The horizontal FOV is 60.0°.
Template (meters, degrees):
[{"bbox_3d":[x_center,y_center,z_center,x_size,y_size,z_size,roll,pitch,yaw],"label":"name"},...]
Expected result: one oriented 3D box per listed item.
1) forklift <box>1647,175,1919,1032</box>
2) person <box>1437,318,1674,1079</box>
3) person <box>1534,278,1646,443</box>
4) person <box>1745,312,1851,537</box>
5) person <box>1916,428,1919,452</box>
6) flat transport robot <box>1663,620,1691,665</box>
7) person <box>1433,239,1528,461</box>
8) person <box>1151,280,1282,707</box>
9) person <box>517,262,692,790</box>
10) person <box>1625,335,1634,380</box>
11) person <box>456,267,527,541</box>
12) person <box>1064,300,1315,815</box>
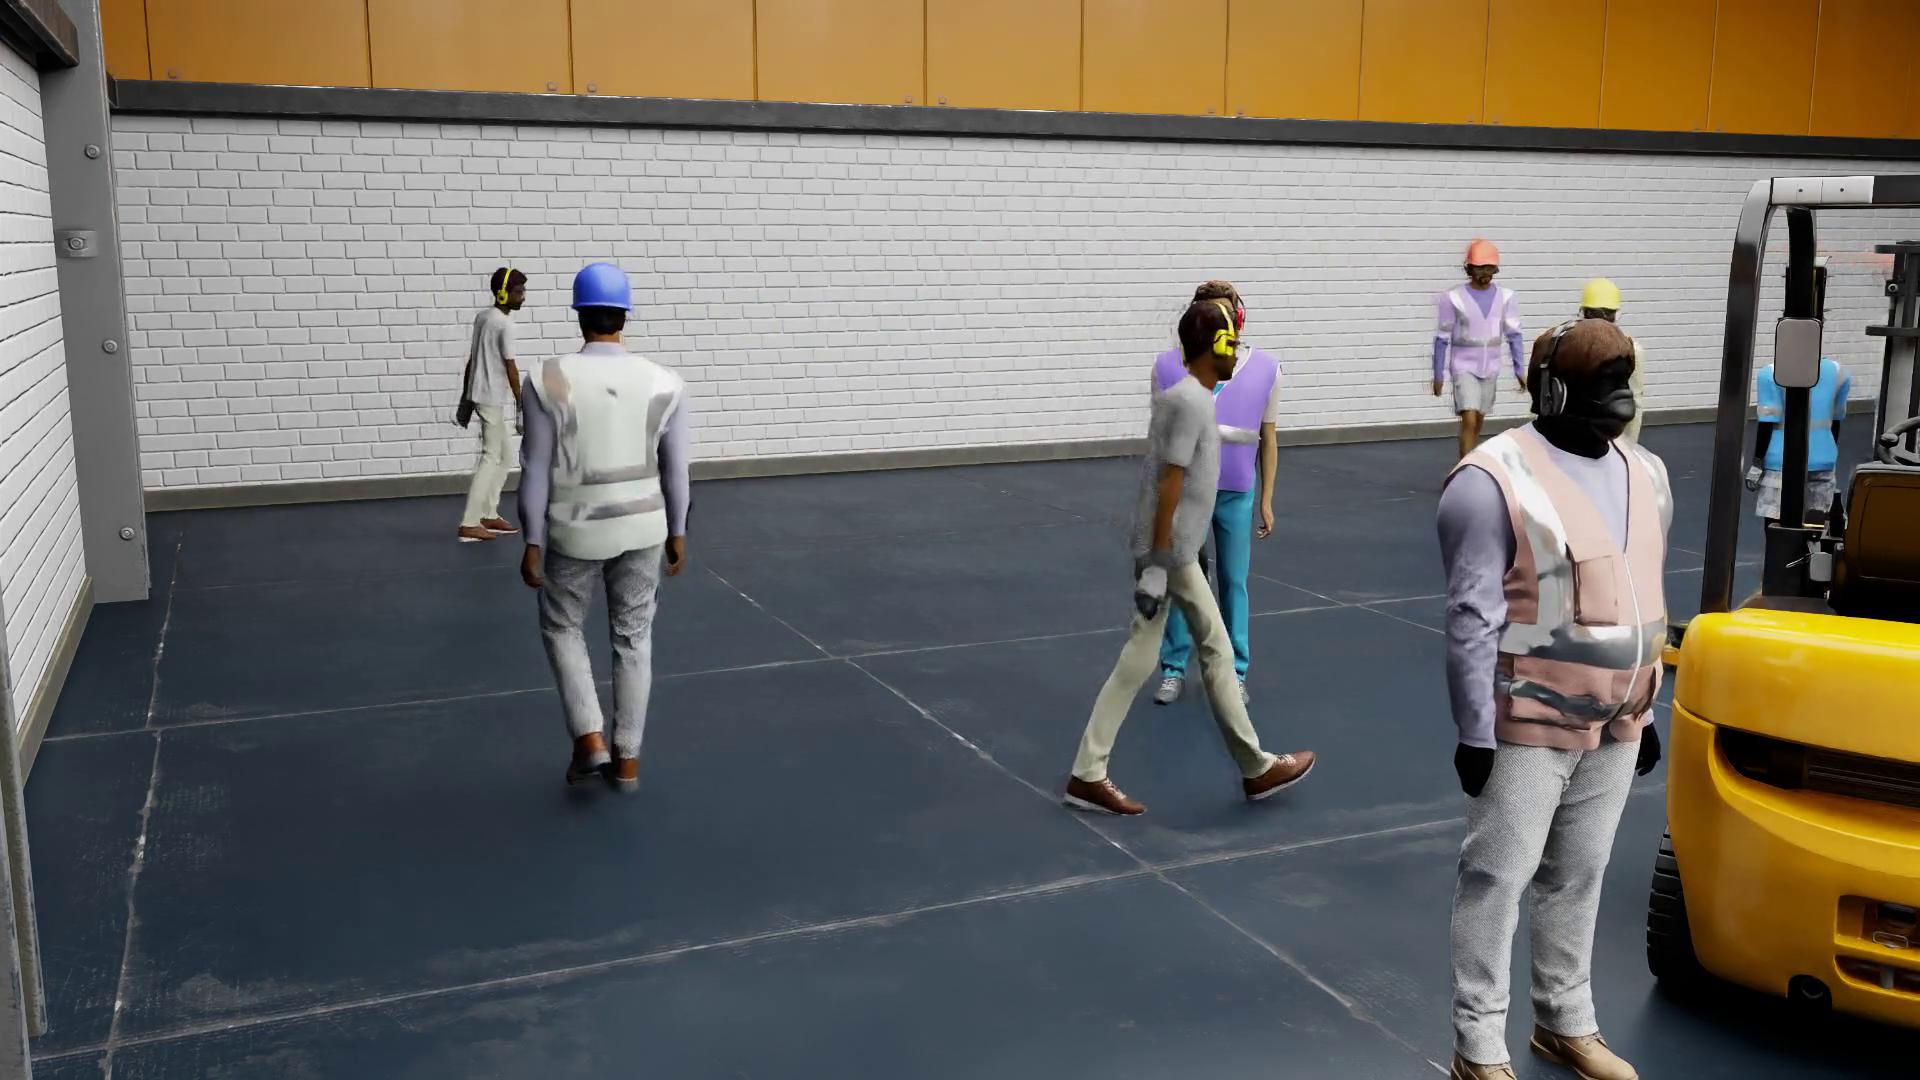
[{"bbox_3d":[2.810,0.094,4.662,1.214,2.155,2.313,7,12,34],"label":"forklift"},{"bbox_3d":[1.395,0.414,3.863,0.626,1.846,0.429,-5,12,-27],"label":"person"},{"bbox_3d":[3.634,-0.615,9.644,0.582,1.809,0.831,4,11,22],"label":"person"},{"bbox_3d":[4.348,-0.386,8.667,0.535,1.699,0.321,-2,11,-13],"label":"person"},{"bbox_3d":[4.682,-0.464,8.227,0.796,2.011,0.624,1,10,5],"label":"person"},{"bbox_3d":[4.047,0.529,7.565,1.431,0.197,0.652,9,14,41],"label":"flat transport robot"},{"bbox_3d":[4.022,-1.288,12.781,0.628,1.999,0.942,-1,10,-8],"label":"person"},{"bbox_3d":[1.095,-0.198,7.230,0.566,1.846,0.389,2,10,9],"label":"person"},{"bbox_3d":[-1.281,-0.029,6.049,0.649,1.935,0.433,-5,11,-25],"label":"person"},{"bbox_3d":[2.922,-0.214,8.019,0.600,1.596,0.516,5,11,24],"label":"person"},{"bbox_3d":[-3.137,-0.897,11.119,0.545,1.827,0.537,-6,12,-32],"label":"person"},{"bbox_3d":[0.823,0.076,5.841,0.956,1.801,0.591,-1,10,-6],"label":"person"}]
